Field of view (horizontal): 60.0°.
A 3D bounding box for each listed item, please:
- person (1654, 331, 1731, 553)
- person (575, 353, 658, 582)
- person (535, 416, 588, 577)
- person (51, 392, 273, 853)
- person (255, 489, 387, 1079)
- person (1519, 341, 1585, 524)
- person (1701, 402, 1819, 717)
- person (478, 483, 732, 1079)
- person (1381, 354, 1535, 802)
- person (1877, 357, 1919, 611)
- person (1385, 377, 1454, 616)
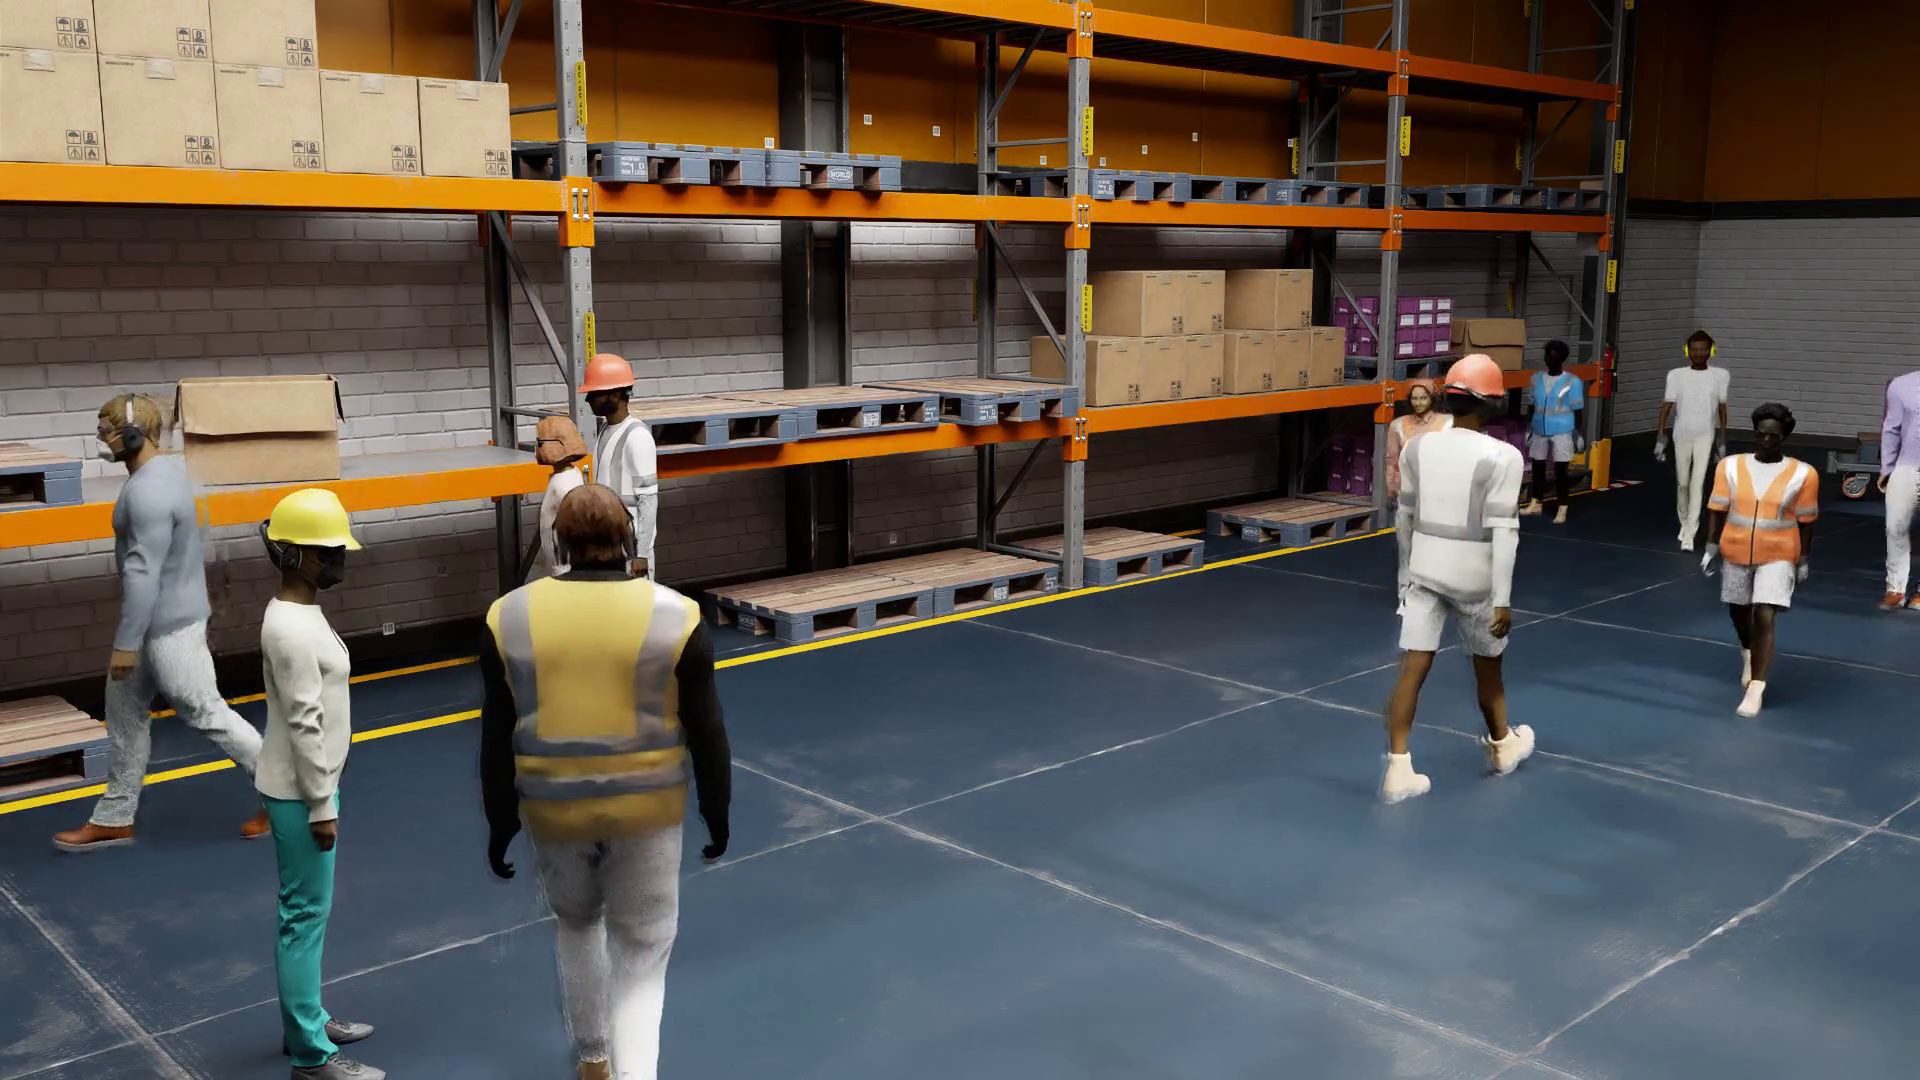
[{"bbox_3d":[6.122,-0.840,13.927,0.543,1.822,0.997,5,11,27],"label":"person"},{"bbox_3d":[-1.775,0.000,8.651,0.375,1.933,0.550,-6,12,-33],"label":"person"},{"bbox_3d":[-2.004,0.185,8.447,0.278,1.634,0.498,-2,10,-12],"label":"person"},{"bbox_3d":[-3.206,0.337,6.812,0.970,1.902,0.633,-5,11,-27],"label":"person"},{"bbox_3d":[-1.899,0.725,4.910,0.329,1.764,0.524,-4,10,-21],"label":"person"},{"bbox_3d":[5.458,-0.992,15.321,0.471,1.680,0.619,-8,13,-40],"label":"person"},{"bbox_3d":[4.361,0.067,9.046,0.530,1.667,0.810,8,12,39],"label":"person"},{"bbox_3d":[-0.965,0.739,4.671,0.664,1.812,0.711,0,10,-2],"label":"person"},{"bbox_3d":[2.290,0.158,7.560,1.043,1.986,0.660,-9,13,-43],"label":"person"},{"bbox_3d":[6.538,-0.440,11.264,0.661,1.917,0.701,9,13,43],"label":"person"},{"bbox_3d":[3.182,-0.305,11.325,0.543,1.622,0.522,6,11,30],"label":"person"}]
